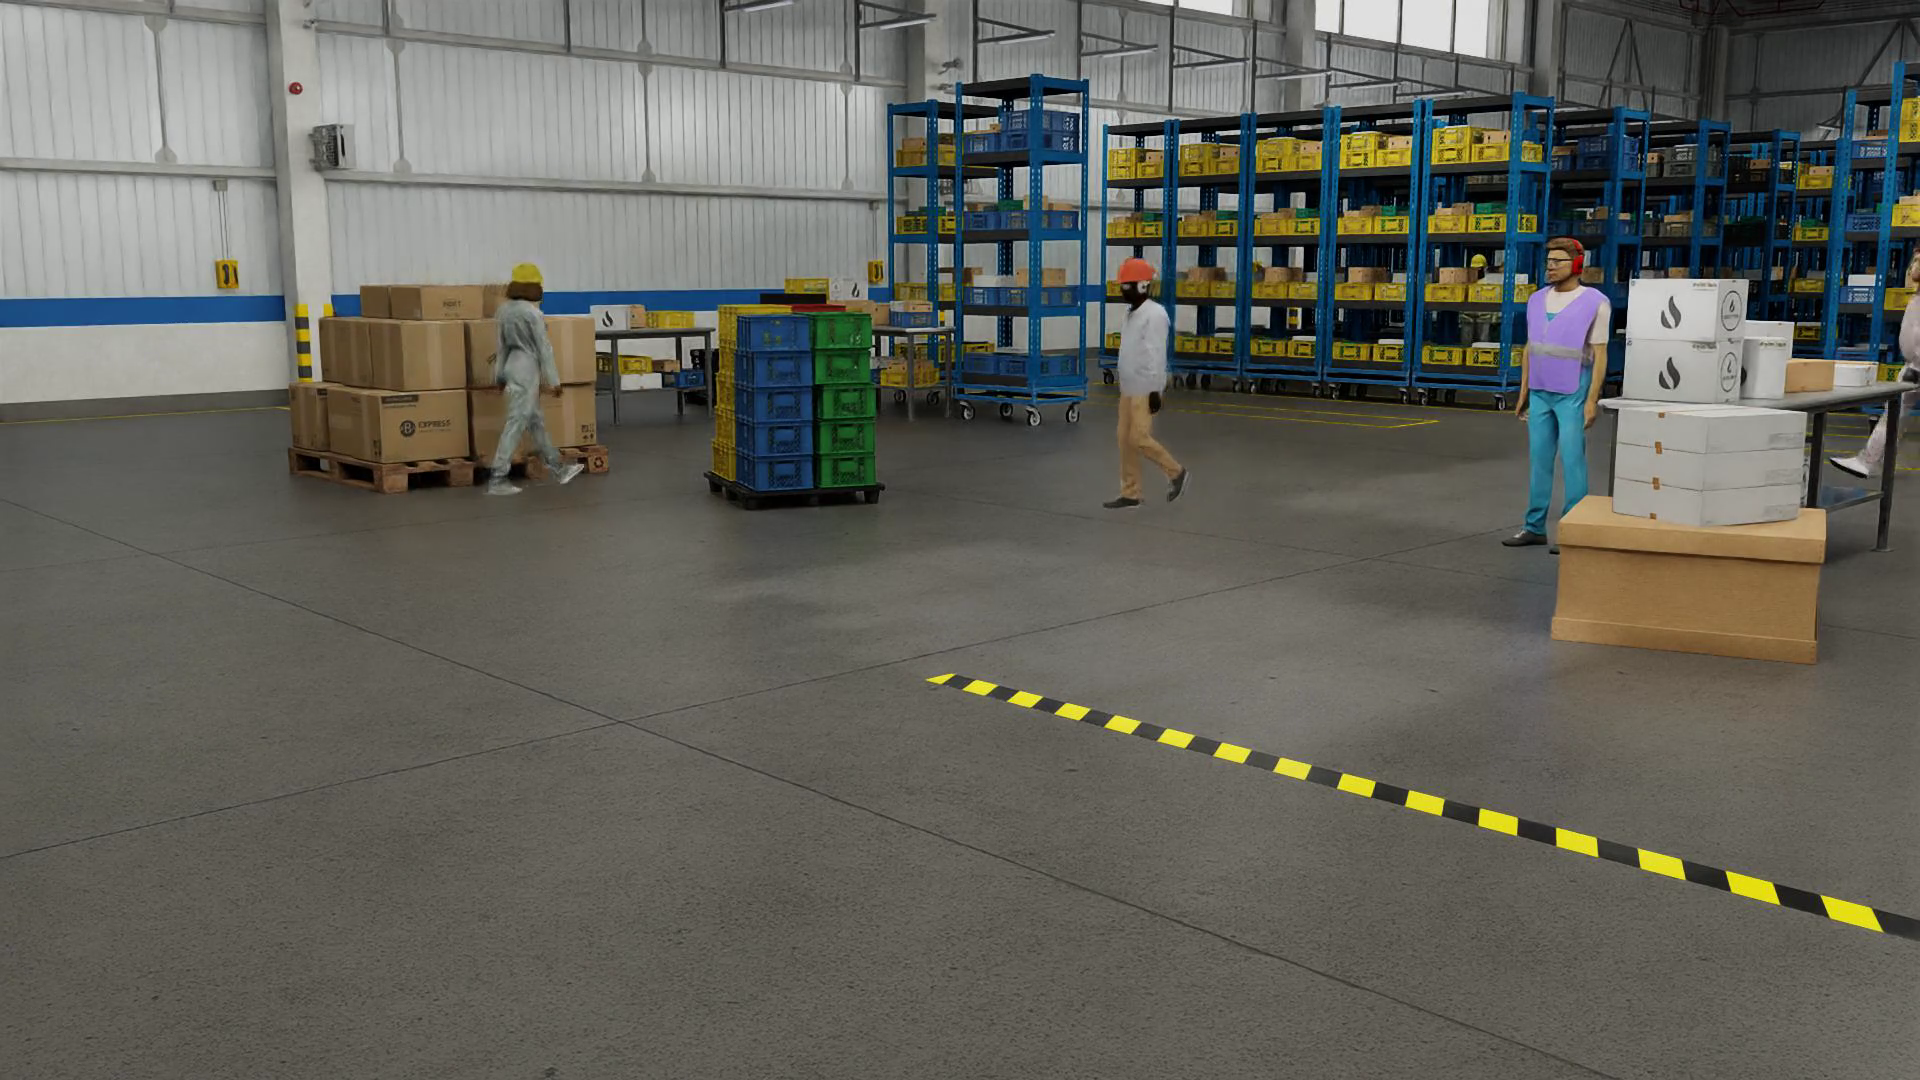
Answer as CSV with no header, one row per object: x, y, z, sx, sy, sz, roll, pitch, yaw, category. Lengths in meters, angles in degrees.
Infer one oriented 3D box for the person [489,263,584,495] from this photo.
-3.165,-1.200,12.363,0.510,1.689,0.905,9,13,43,person

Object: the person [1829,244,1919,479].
7.394,-1.350,12.849,1.028,1.843,0.641,1,10,8,person

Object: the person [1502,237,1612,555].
3.541,-0.845,9.789,0.388,1.847,0.563,-6,11,-31,person

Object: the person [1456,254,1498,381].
7.371,-3.157,23.747,0.598,1.828,0.403,4,10,25,person

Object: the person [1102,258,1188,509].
1.273,-1.066,11.453,0.492,1.732,0.576,-4,10,-21,person
